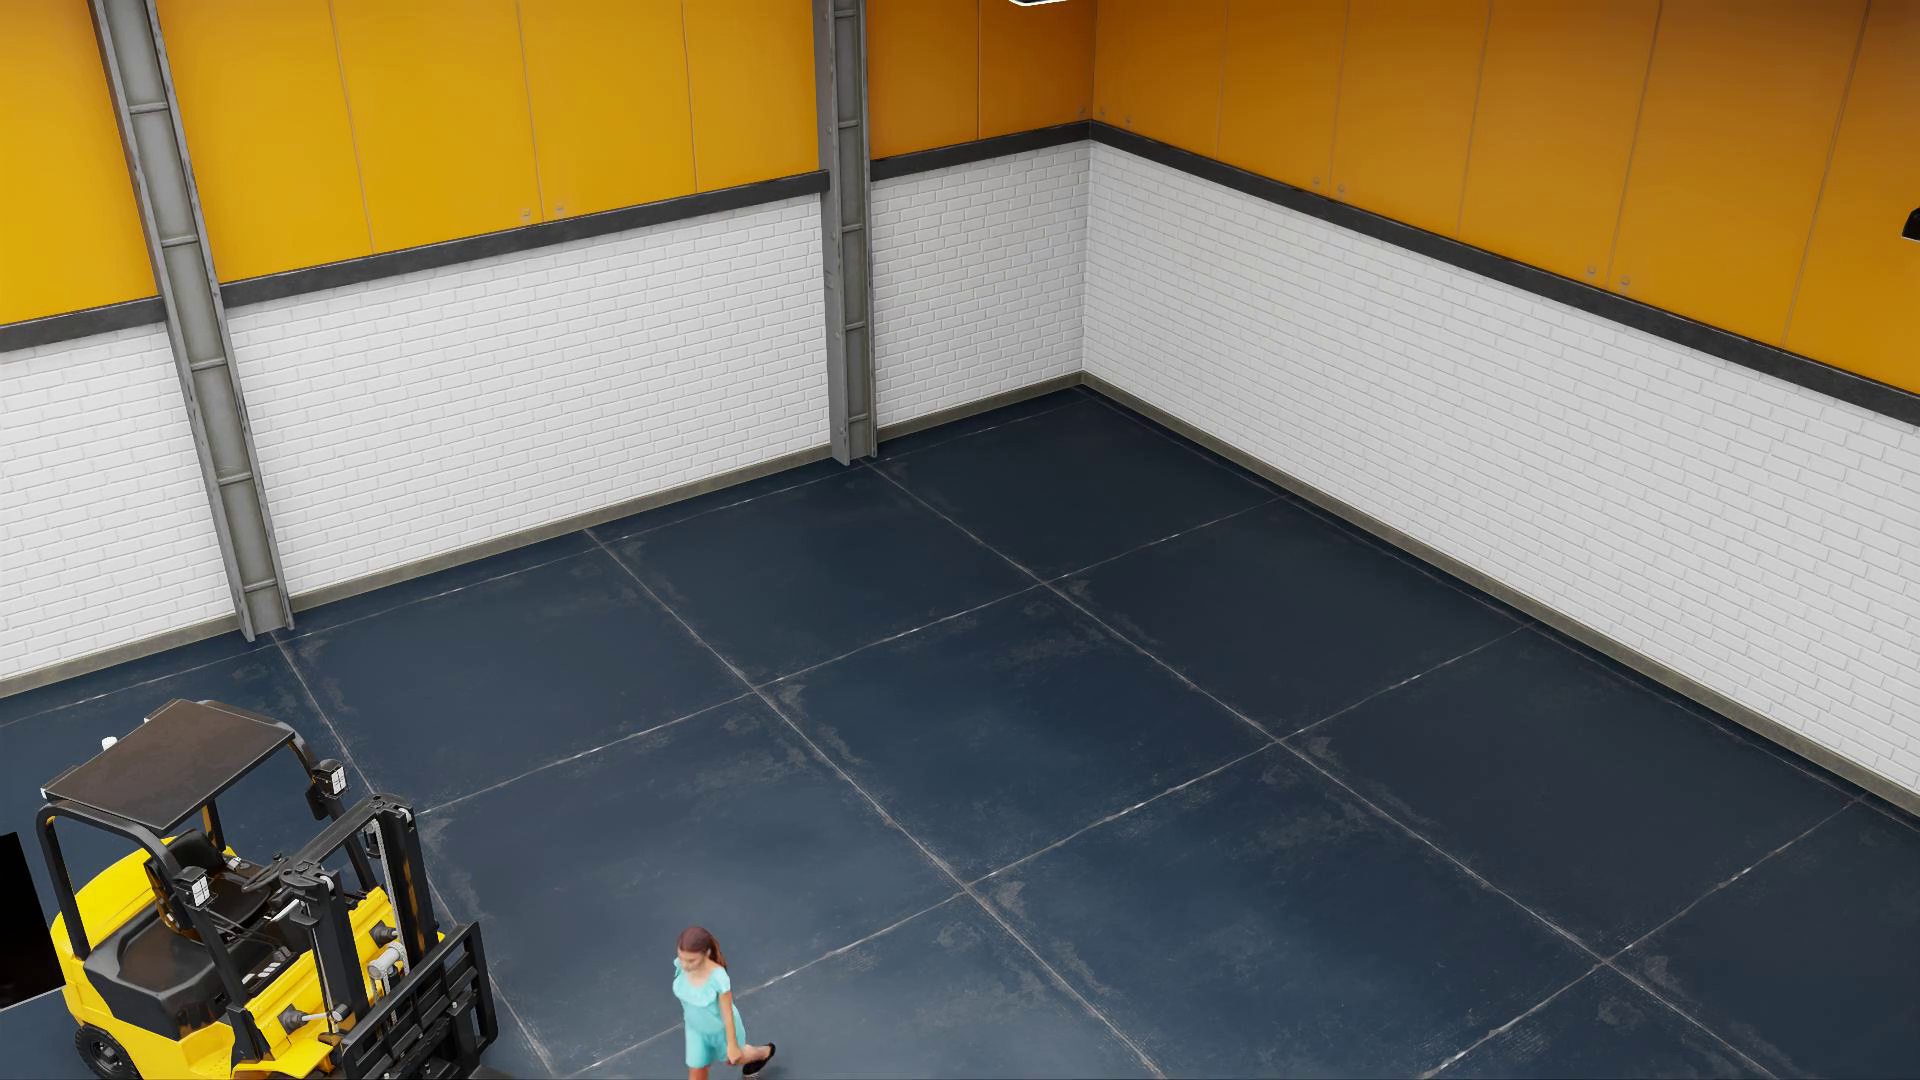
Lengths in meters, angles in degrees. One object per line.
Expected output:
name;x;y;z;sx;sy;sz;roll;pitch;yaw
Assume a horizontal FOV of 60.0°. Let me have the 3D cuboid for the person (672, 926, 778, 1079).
person;-1.344;2.688;9.359;0.880;1.510;1.157;16;32;26
